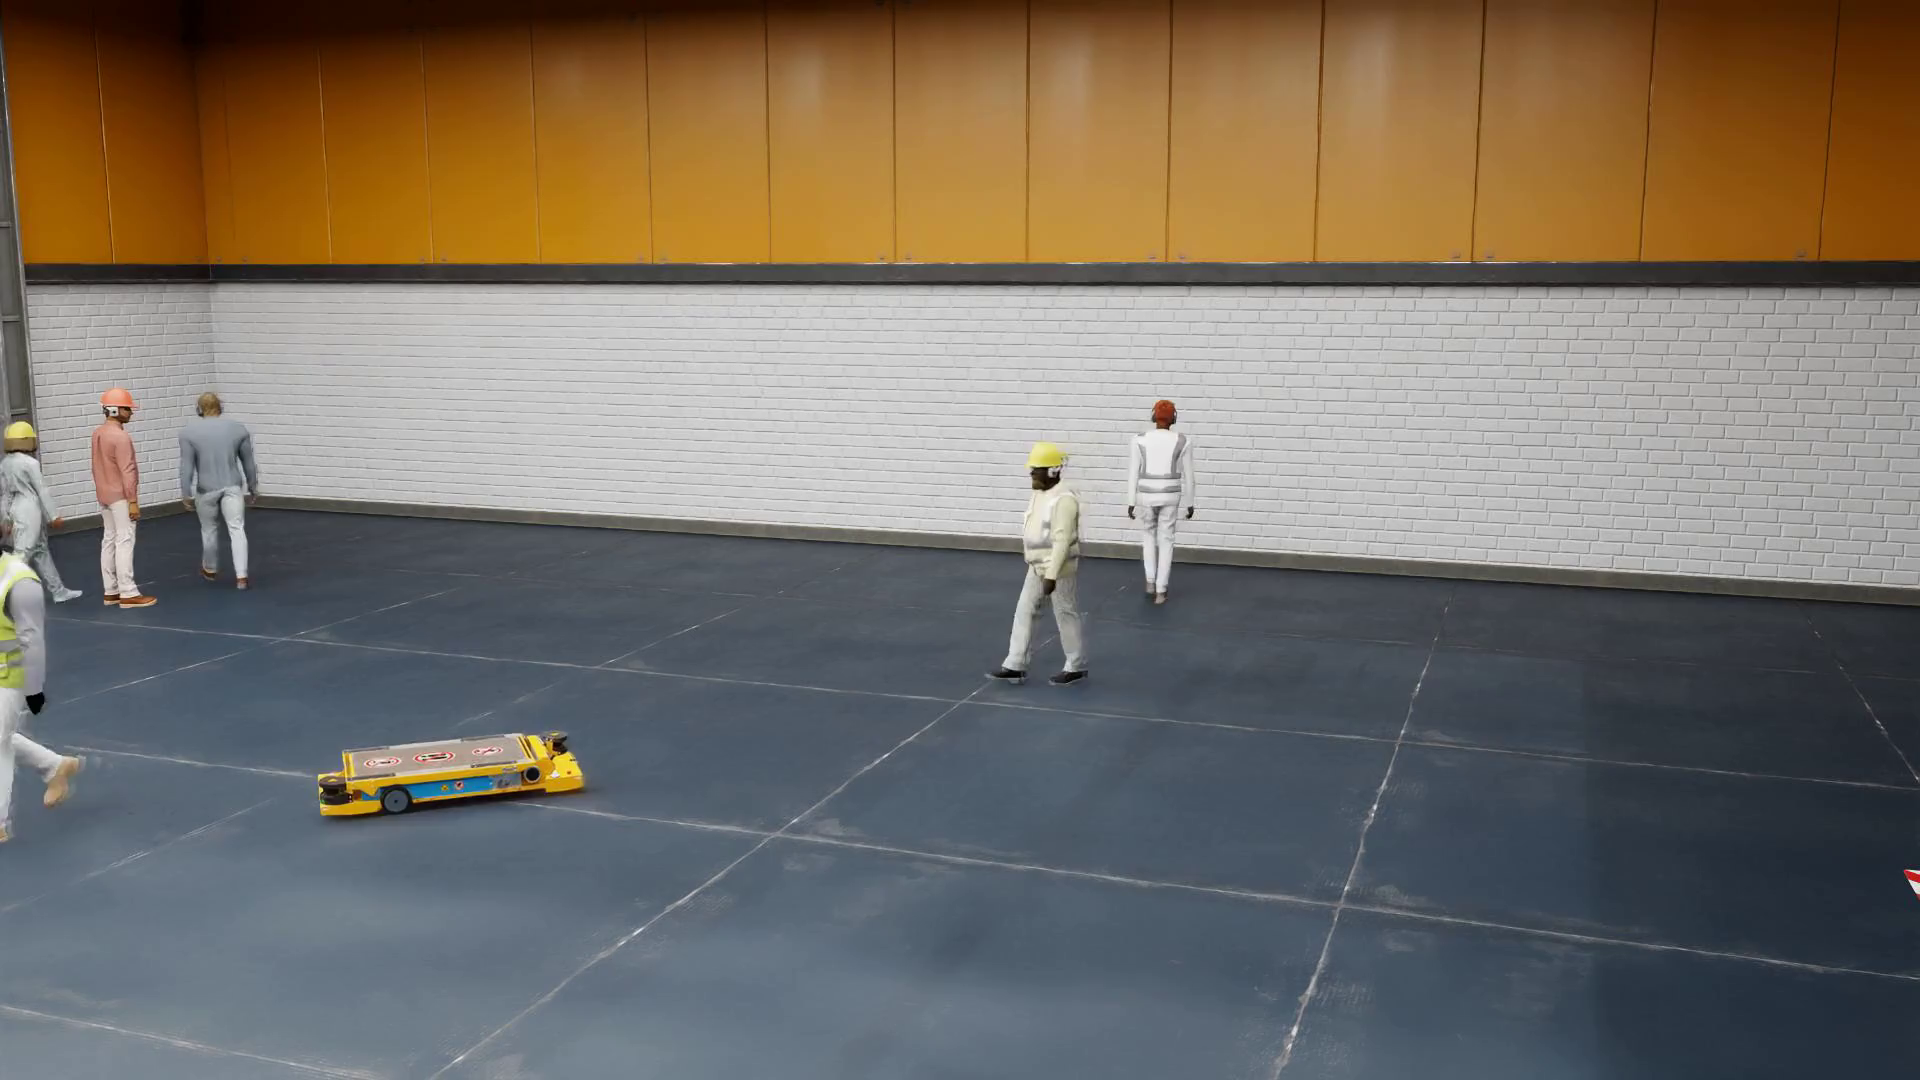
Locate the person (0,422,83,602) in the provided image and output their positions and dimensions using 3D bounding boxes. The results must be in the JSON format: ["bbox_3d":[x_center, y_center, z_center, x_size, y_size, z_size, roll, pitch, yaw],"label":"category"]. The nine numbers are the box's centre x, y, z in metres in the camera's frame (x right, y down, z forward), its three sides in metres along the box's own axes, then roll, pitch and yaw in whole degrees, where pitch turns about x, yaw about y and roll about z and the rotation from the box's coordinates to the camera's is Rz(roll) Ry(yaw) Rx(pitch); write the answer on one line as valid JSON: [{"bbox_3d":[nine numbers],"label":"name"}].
[{"bbox_3d":[-8.384,-0.217,14.981,0.493,1.699,0.870,6,11,35],"label":"person"}]

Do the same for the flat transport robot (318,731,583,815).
[{"bbox_3d":[-2.976,1.345,9.697,1.431,0.197,0.652,-4,10,-22],"label":"flat transport robot"}]

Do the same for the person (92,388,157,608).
[{"bbox_3d":[-7.618,-0.383,15.096,0.616,1.989,0.394,8,12,39],"label":"person"}]

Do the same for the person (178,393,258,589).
[{"bbox_3d":[-7.152,-0.477,16.061,0.701,1.870,1.051,-6,11,-34],"label":"person"}]

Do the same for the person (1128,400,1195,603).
[{"bbox_3d":[1.887,-0.375,15.456,0.603,1.856,0.746,2,9,14],"label":"person"}]

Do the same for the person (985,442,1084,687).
[{"bbox_3d":[0.557,0.196,12.076,0.835,1.796,0.616,-4,10,-22],"label":"person"}]

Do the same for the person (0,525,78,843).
[{"bbox_3d":[-5.078,0.716,8.880,0.671,1.807,0.726,4,10,26],"label":"person"}]
